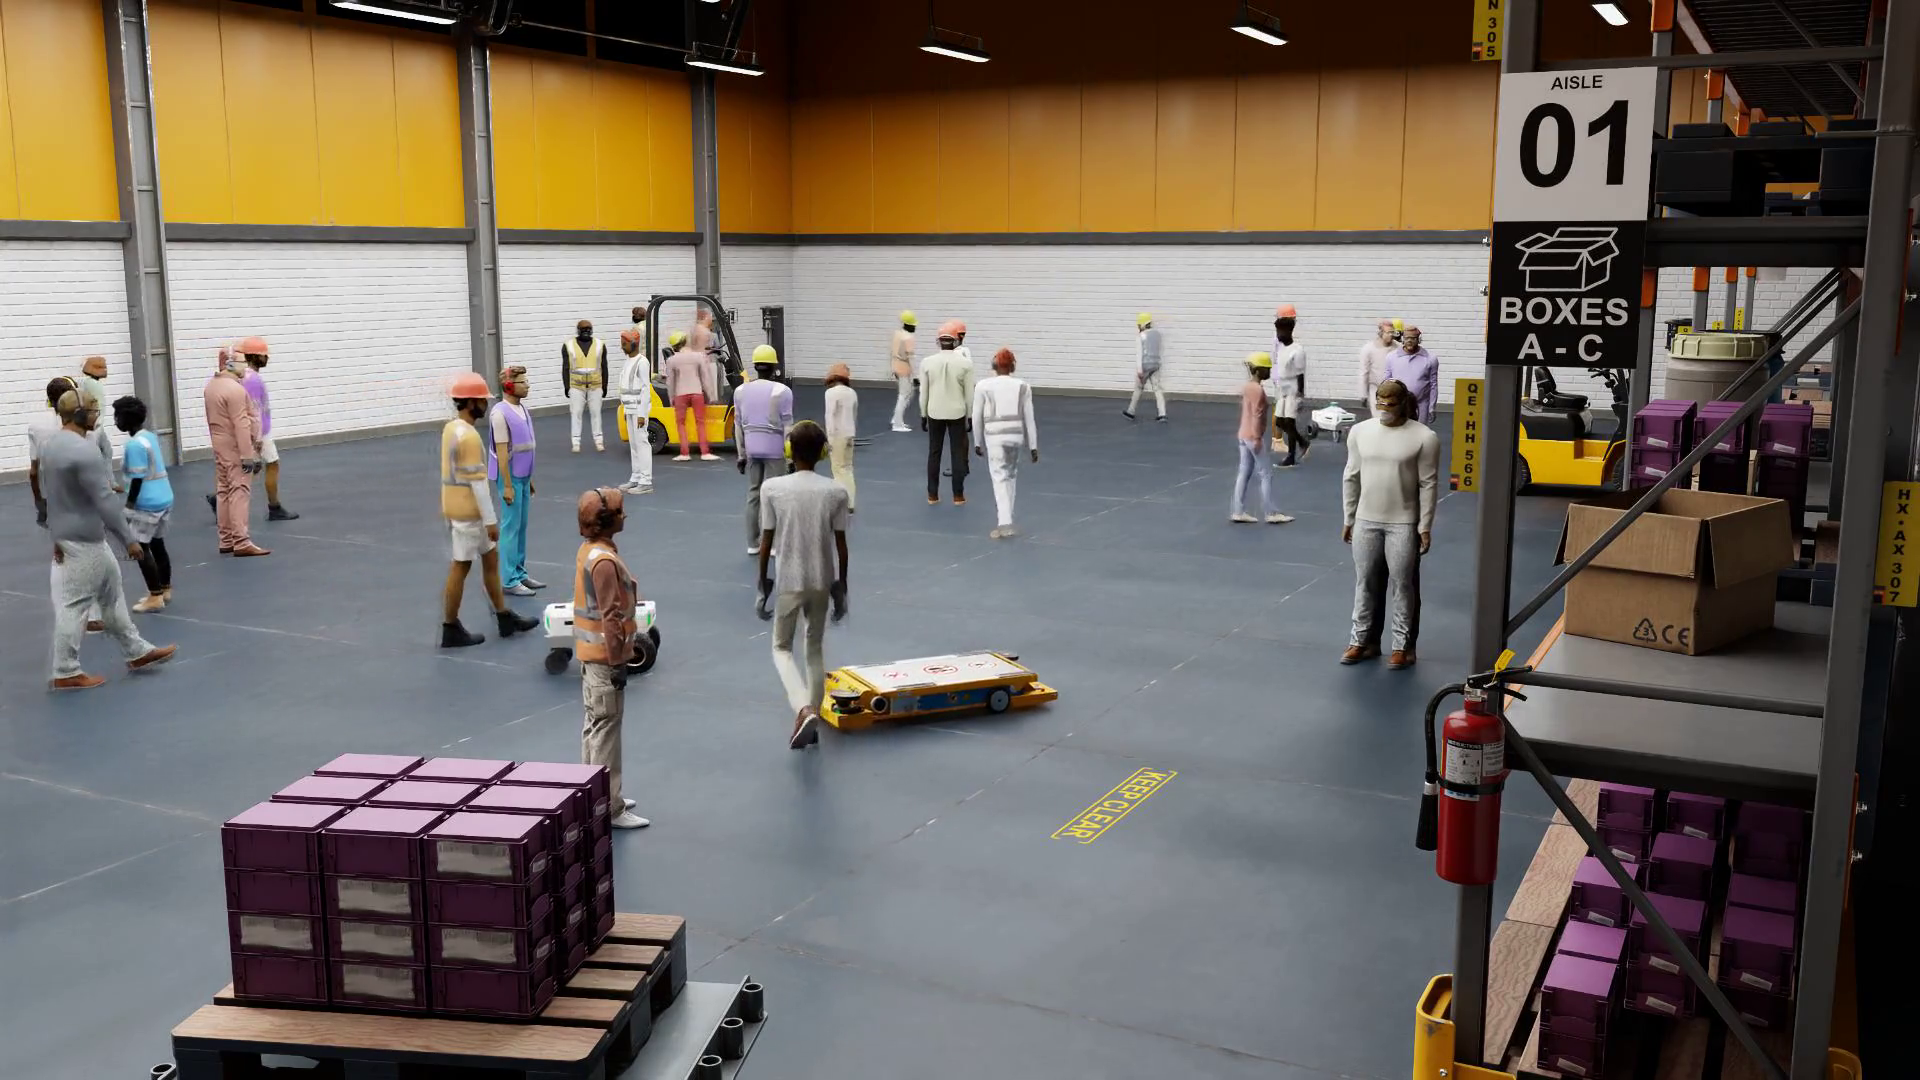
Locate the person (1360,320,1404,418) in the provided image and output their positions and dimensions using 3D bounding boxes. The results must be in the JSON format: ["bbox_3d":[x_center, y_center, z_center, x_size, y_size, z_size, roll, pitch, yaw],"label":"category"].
[{"bbox_3d":[5.561,-1.953,21.865,0.677,1.874,0.858,-2,10,-11],"label":"person"}]

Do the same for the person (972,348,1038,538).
[{"bbox_3d":[0.459,-0.949,16.245,0.602,1.832,0.921,-3,10,-16],"label":"person"}]

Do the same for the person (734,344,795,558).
[{"bbox_3d":[-1.764,-0.802,15.053,0.602,1.926,0.386,4,11,22],"label":"person"}]

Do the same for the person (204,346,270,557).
[{"bbox_3d":[-6.576,-0.804,15.126,0.401,1.904,0.646,-9,14,-44],"label":"person"}]

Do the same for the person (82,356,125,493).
[{"bbox_3d":[-9.887,-1.282,18.794,0.768,1.600,0.519,-7,12,-35],"label":"person"}]

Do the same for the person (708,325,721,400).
[{"bbox_3d":[-4.410,-3.056,28.943,0.499,1.634,0.279,-1,10,-4],"label":"person"}]

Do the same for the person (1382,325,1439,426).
[{"bbox_3d":[5.225,-1.540,19.380,0.654,1.906,0.408,3,10,16],"label":"person"}]

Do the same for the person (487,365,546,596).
[{"bbox_3d":[-3.595,-0.480,13.403,0.387,1.849,0.566,0,10,2],"label":"person"}]

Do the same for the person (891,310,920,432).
[{"bbox_3d":[-0.842,-2.576,25.480,0.420,1.874,0.696,-3,10,-16],"label":"person"}]

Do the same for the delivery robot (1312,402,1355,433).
[{"bbox_3d":[5.475,-1.775,24.379,0.477,0.478,0.707,-4,11,-22],"label":"delivery robot"}]

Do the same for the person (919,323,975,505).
[{"bbox_3d":[-0.133,-1.373,18.198,0.619,1.987,0.400,2,10,9],"label":"person"}]

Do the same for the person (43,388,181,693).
[{"bbox_3d":[-5.409,-0.011,10.550,0.863,1.905,0.645,-9,13,-41],"label":"person"}]

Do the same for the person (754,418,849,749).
[{"bbox_3d":[-0.859,0.262,9.114,0.530,1.848,0.522,-3,10,-18],"label":"person"}]

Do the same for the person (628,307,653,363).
[{"bbox_3d":[-5.436,-3.021,28.230,0.464,1.839,0.667,1,10,7],"label":"person"}]

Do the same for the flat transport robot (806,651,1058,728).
[{"bbox_3d":[-0.189,0.886,10.061,1.431,0.197,0.652,-5,11,-25],"label":"flat transport robot"}]

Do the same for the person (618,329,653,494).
[{"bbox_3d":[-3.715,-1.469,19.034,0.355,1.884,0.573,-6,11,-29],"label":"person"}]

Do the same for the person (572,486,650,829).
[{"bbox_3d":[-1.695,0.560,7.977,0.307,1.645,0.519,-4,11,-22],"label":"person"}]

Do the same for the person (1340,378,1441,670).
[{"bbox_3d":[2.832,-0.109,11.020,0.627,1.933,0.372,6,11,30],"label":"person"}]

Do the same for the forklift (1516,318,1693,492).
[{"bbox_3d":[7.066,-1.601,18.899,2.313,2.155,1.214,5,11,27],"label":"forklift"}]

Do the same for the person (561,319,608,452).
[{"bbox_3d":[-5.183,-2.129,23.013,0.631,1.836,0.430,-3,10,-18],"label":"person"}]

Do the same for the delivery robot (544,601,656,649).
[{"bbox_3d":[-2.378,0.537,10.991,0.707,0.478,0.477,-1,10,-7],"label":"delivery robot"}]

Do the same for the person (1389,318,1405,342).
[{"bbox_3d":[6.088,-2.192,23.360,0.404,1.837,0.587,-2,10,-9],"label":"person"}]

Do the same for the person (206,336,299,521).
[{"bbox_3d":[-7.246,-1.119,16.927,0.783,1.913,0.550,-7,12,-35],"label":"person"}]

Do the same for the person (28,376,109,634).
[{"bbox_3d":[-6.416,-0.245,12.004,0.535,1.864,0.309,0,10,1],"label":"person"}]

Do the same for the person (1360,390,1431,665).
[{"bbox_3d":[2.920,-0.087,11.146,0.506,1.847,0.345,6,11,30],"label":"person"}]

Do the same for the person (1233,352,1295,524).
[{"bbox_3d":[3.094,-1.028,16.845,0.668,1.743,0.553,-1,10,-4],"label":"person"}]

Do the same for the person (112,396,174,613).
[{"bbox_3d":[-6.227,-0.276,12.742,0.358,1.672,0.593,-2,10,-13],"label":"person"}]

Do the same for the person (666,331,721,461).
[{"bbox_3d":[-3.525,-1.898,21.994,0.693,1.719,0.353,-3,10,-17],"label":"person"}]

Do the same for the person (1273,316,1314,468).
[{"bbox_3d":[4.275,-1.895,21.311,0.572,1.942,0.634,-3,10,-16],"label":"person"}]

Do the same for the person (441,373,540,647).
[{"bbox_3d":[-3.298,-0.210,11.657,0.837,1.909,0.570,-5,11,-26],"label":"person"}]

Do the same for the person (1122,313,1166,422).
[{"bbox_3d":[3.064,-2.806,27.103,0.602,1.773,0.967,-6,12,-32],"label":"person"}]

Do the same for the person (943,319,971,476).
[{"bbox_3d":[-0.049,-1.749,20.501,0.360,1.936,0.552,2,10,11],"label":"person"}]

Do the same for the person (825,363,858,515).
[{"bbox_3d":[-1.291,-1.028,17.317,0.322,1.599,0.663,5,11,29],"label":"person"}]

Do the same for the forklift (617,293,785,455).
[{"bbox_3d":[-3.588,-2.317,23.042,2.313,2.155,1.214,-1,10,-5],"label":"forklift"}]

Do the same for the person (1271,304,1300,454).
[{"bbox_3d":[4.469,-2.213,22.870,0.365,2.048,0.608,1,10,4],"label":"person"}]

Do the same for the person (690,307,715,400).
[{"bbox_3d":[-4.293,-2.853,27.117,0.802,1.871,0.652,-4,10,-21],"label":"person"}]
